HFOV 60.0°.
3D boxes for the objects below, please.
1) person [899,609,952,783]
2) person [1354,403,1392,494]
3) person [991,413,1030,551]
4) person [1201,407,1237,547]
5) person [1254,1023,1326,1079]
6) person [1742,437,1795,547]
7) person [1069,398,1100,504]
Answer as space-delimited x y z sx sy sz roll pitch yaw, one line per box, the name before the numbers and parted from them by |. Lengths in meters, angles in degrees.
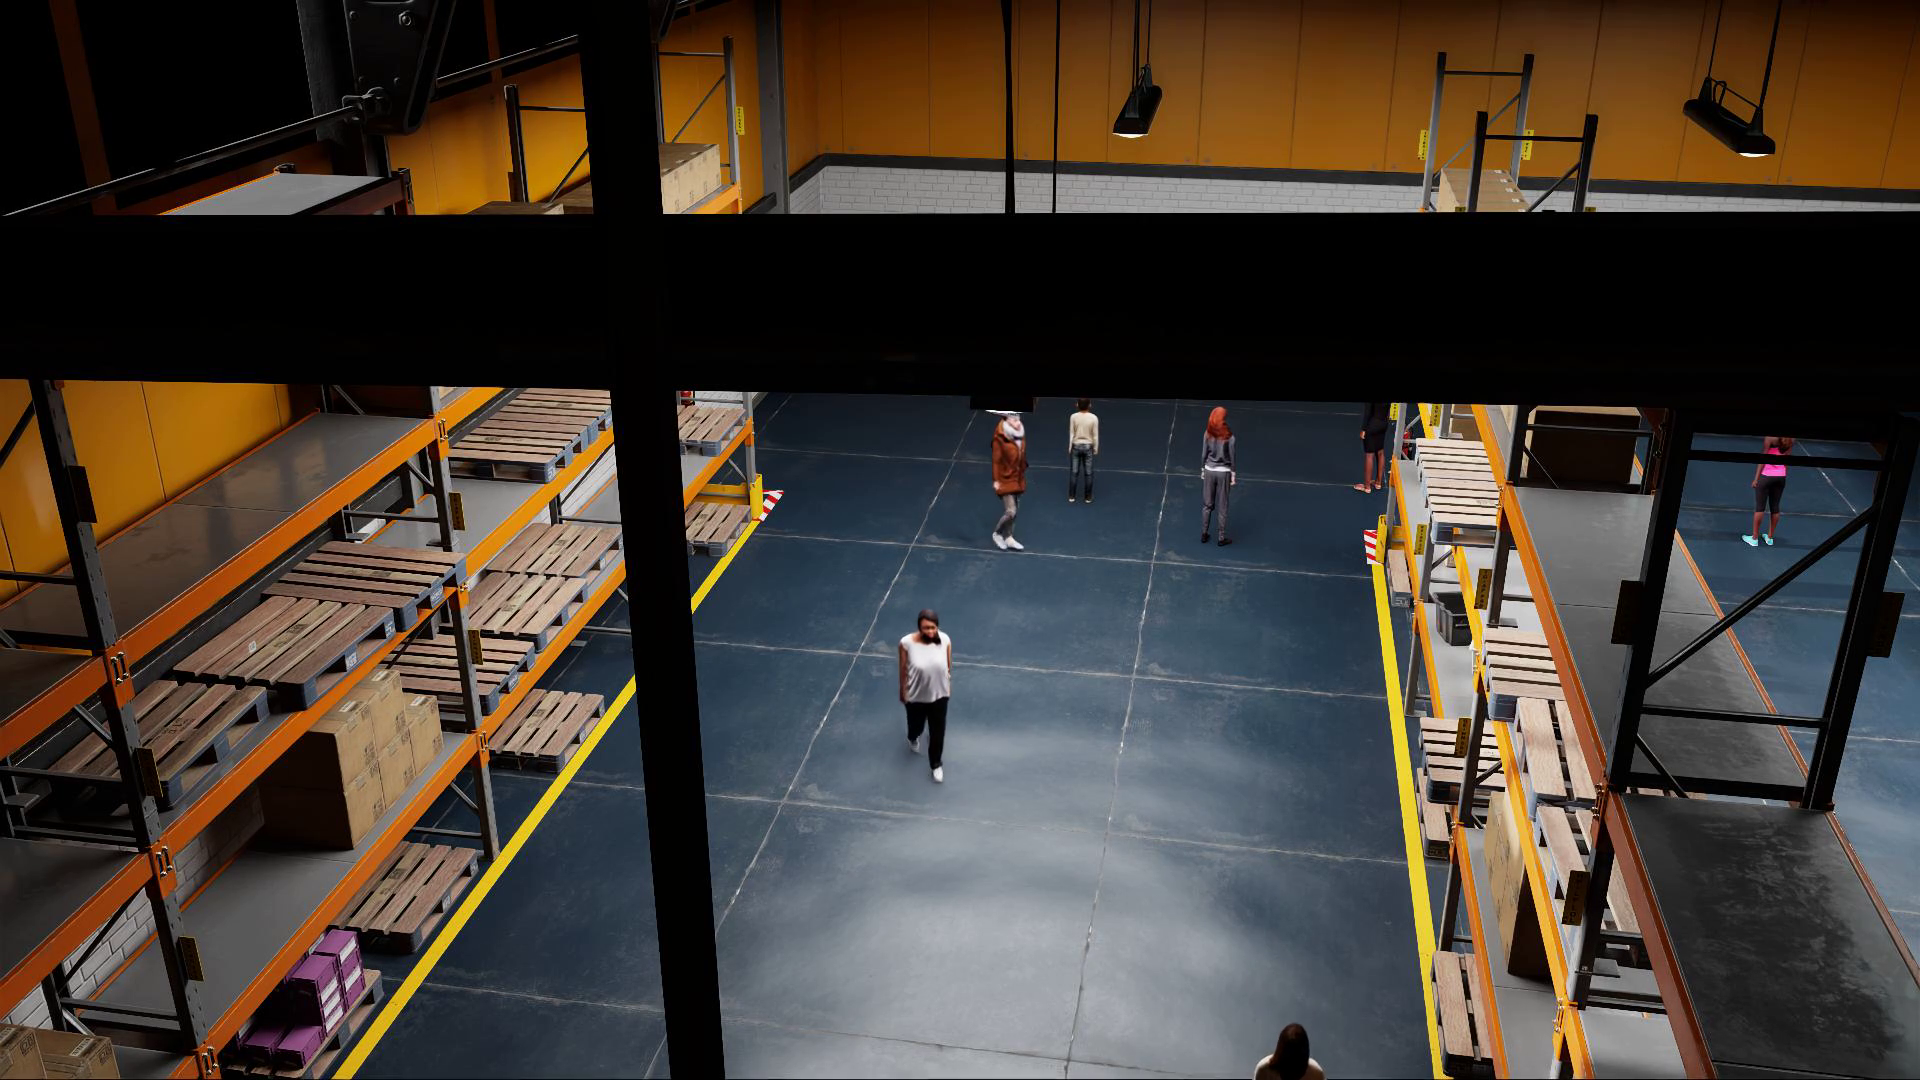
person | -0.317 1.403 15.646 0.871 1.666 1.066 -5 24 -11
person | 5.539 -1.482 22.178 0.674 1.720 0.730 -15 28 -31
person | 0.548 -0.747 20.358 0.898 1.832 0.795 19 30 36
person | 3.179 -0.792 20.524 0.653 1.781 0.616 14 27 28
person | 2.056 3.669 10.471 0.660 1.658 0.916 2 24 4
person | 10.011 -0.754 20.511 0.616 1.722 0.624 -2 24 -5
person | 1.607 -1.201 21.860 0.531 1.460 0.494 3 24 7
